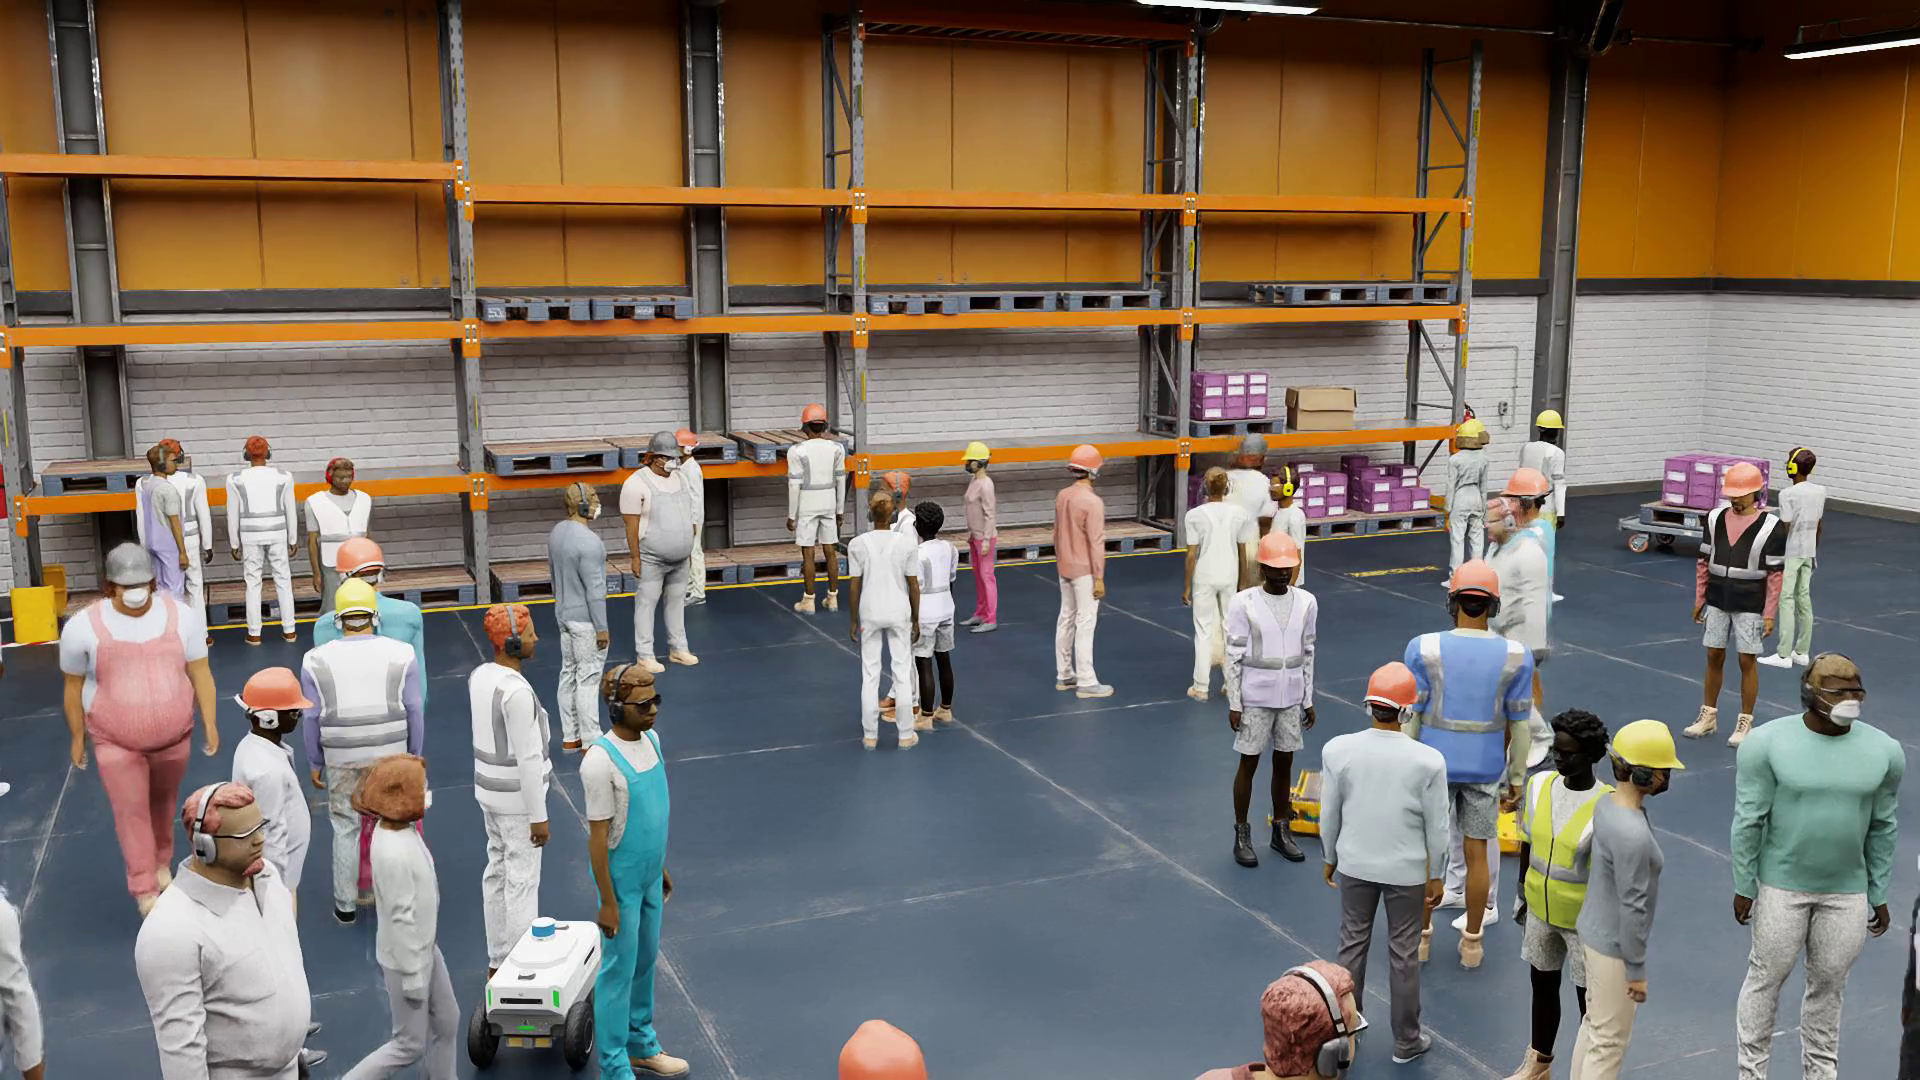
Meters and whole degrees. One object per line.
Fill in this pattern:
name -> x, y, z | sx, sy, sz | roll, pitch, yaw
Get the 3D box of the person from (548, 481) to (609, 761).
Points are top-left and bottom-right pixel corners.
person -> -2.605, 0.557, 11.498 | 0.372, 1.940, 0.627 | -8, 13, -39

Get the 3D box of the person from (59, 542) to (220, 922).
person -> -4.293, 0.974, 8.800 | 0.706, 2.000, 0.999 | -8, 13, -38

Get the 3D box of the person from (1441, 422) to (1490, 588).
person -> 5.261, -0.357, 17.346 | 0.481, 1.738, 0.317 | -4, 10, -20

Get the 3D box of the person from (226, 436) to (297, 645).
person -> -6.228, 0.005, 14.881 | 0.573, 1.874, 0.355 | -5, 11, -26

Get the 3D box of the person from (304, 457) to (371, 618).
person -> -5.073, 0.231, 13.646 | 0.391, 1.844, 0.563 | 8, 13, 40

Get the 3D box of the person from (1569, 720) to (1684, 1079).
person -> 2.535, 1.542, 6.355 | 0.342, 1.760, 0.532 | 2, 10, 12

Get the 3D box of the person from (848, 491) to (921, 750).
person -> -0.528, 0.569, 11.695 | 0.506, 1.847, 0.346 | 1, 10, 5

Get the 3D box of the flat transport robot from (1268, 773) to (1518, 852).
flat transport robot -> 2.633, 1.630, 10.119 | 1.431, 0.197, 0.652 | 3, 10, 16

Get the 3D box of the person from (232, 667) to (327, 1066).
person -> -2.939, 1.402, 7.194 | 0.351, 1.743, 0.567 | -5, 11, -25

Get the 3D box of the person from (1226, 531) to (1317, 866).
person -> 1.792, 0.900, 9.523 | 0.545, 1.938, 0.361 | -3, 10, -15

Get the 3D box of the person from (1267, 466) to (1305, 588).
person -> 2.488, 0.354, 12.867 | 0.328, 1.872, 0.514 | -1, 10, -4

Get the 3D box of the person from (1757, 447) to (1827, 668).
person -> 7.033, 0.149, 14.045 | 0.515, 1.873, 0.329 | -4, 11, -24

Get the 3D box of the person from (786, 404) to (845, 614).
person -> -1.409, -0.302, 16.142 | 0.614, 2.042, 0.373 | -6, 12, -32

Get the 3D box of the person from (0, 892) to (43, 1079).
person -> -3.289, 1.717, 5.309 | 0.602, 1.759, 0.919 | -3, 10, -17

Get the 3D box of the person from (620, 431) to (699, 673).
person -> -2.471, 0.082, 13.940 | 0.535, 2.000, 0.680 | 9, 13, 41

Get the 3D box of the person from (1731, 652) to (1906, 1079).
person -> 3.413, 1.396, 6.665 | 0.630, 1.940, 0.372 | 1, 10, 6

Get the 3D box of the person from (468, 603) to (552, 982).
person -> -2.086, 1.224, 7.816 | 0.356, 1.883, 0.573 | -8, 13, -38

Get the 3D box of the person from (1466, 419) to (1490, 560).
person -> 5.463, -0.427, 17.748 | 0.305, 1.738, 0.484 | 4, 11, 20

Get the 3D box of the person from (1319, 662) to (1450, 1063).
person -> 1.844, 1.389, 7.231 | 0.563, 1.753, 0.327 | 5, 11, 29

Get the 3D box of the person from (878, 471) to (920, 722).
person -> -0.468, 0.416, 12.474 | 0.354, 1.883, 0.573 | -3, 10, -16

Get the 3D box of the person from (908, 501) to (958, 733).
person -> -0.225, 0.561, 12.173 | 0.317, 1.696, 0.537 | 7, 12, 36

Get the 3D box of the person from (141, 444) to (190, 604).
person -> -6.885, 0.089, 14.470 | 0.508, 1.844, 0.345 | 7, 12, 36

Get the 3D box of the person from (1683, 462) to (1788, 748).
person -> 5.499, 0.455, 11.813 | 0.383, 2.036, 0.605 | -8, 13, -39

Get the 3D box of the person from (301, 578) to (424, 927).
person -> -3.104, 1.105, 8.689 | 0.591, 1.823, 0.404 | -3, 10, -19

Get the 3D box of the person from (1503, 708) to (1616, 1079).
person -> 2.459, 1.507, 6.718 | 0.315, 1.695, 0.541 | -6, 12, -31

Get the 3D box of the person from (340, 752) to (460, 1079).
person -> -2.182, 1.608, 6.404 | 0.692, 1.624, 0.505 | -2, 10, -13

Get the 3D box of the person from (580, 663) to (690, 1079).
person -> -1.348, 1.408, 6.864 | 0.337, 1.845, 0.514 | 3, 10, 16

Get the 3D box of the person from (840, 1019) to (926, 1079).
person -> -0.164, 1.969, 3.902 | 0.573, 1.747, 0.344 | -8, 13, -38

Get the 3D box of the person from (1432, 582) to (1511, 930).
person -> 2.652, 1.090, 8.639 | 0.309, 1.865, 0.534 | -4, 10, -20

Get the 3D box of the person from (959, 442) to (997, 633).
person -> 0.174, -0.024, 15.343 | 0.326, 1.769, 0.524 | -3, 10, -14

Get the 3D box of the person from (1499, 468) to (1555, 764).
person -> 3.847, 0.522, 11.399 | 0.388, 2.041, 0.615 | 5, 11, 26

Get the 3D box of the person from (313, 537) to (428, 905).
person -> -3.181, 0.968, 8.995 | 0.615, 1.987, 0.407 | -9, 13, -42

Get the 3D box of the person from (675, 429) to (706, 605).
person -> -2.721, -0.231, 16.561 | 0.333, 1.755, 0.564 | -4, 11, -20

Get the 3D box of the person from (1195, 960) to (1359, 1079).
person -> 0.794, 1.896, 3.875 | 0.407, 1.910, 0.639 | -8, 13, -38

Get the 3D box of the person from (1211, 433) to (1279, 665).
person -> 2.449, 0.043, 14.164 | 0.688, 2.000, 1.040 | 10, 14, 44

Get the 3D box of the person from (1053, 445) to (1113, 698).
person -> 0.970, 0.240, 13.164 | 0.394, 1.994, 0.612 | -5, 11, -28

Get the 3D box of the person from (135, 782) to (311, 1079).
person -> -2.217, 1.672, 5.167 | 0.408, 1.908, 0.641 | 1, 10, 4

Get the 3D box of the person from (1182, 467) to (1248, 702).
person -> 1.982, 0.348, 12.971 | 0.506, 1.845, 0.342 | -1, 10, -9

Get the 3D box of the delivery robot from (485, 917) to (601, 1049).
delivery robot -> -1.838, 1.918, 7.372 | 0.477, 0.478, 0.707 | 0, 10, 2

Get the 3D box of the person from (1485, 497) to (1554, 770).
person -> 3.747, 0.635, 11.269 | 0.478, 1.873, 0.684 | 0, 10, -3

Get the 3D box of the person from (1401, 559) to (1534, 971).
person -> 2.451, 1.100, 8.133 | 0.614, 2.028, 0.409 | 1, 10, 8

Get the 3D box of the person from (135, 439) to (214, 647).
person -> -6.865, 0.051, 14.572 | 0.584, 1.882, 0.339 | -3, 10, -19

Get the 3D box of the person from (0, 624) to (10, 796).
person -> -6.378, 0.739, 10.503 | 0.591, 1.922, 0.393 | -4, 11, -22

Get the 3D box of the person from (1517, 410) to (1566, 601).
person -> 5.858, -0.345, 16.728 | 0.366, 1.926, 0.594 | -5, 11, -26

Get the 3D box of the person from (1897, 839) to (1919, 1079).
person -> 3.420, 1.597, 5.623 | 0.553, 1.899, 0.607 | 0, 10, 0
